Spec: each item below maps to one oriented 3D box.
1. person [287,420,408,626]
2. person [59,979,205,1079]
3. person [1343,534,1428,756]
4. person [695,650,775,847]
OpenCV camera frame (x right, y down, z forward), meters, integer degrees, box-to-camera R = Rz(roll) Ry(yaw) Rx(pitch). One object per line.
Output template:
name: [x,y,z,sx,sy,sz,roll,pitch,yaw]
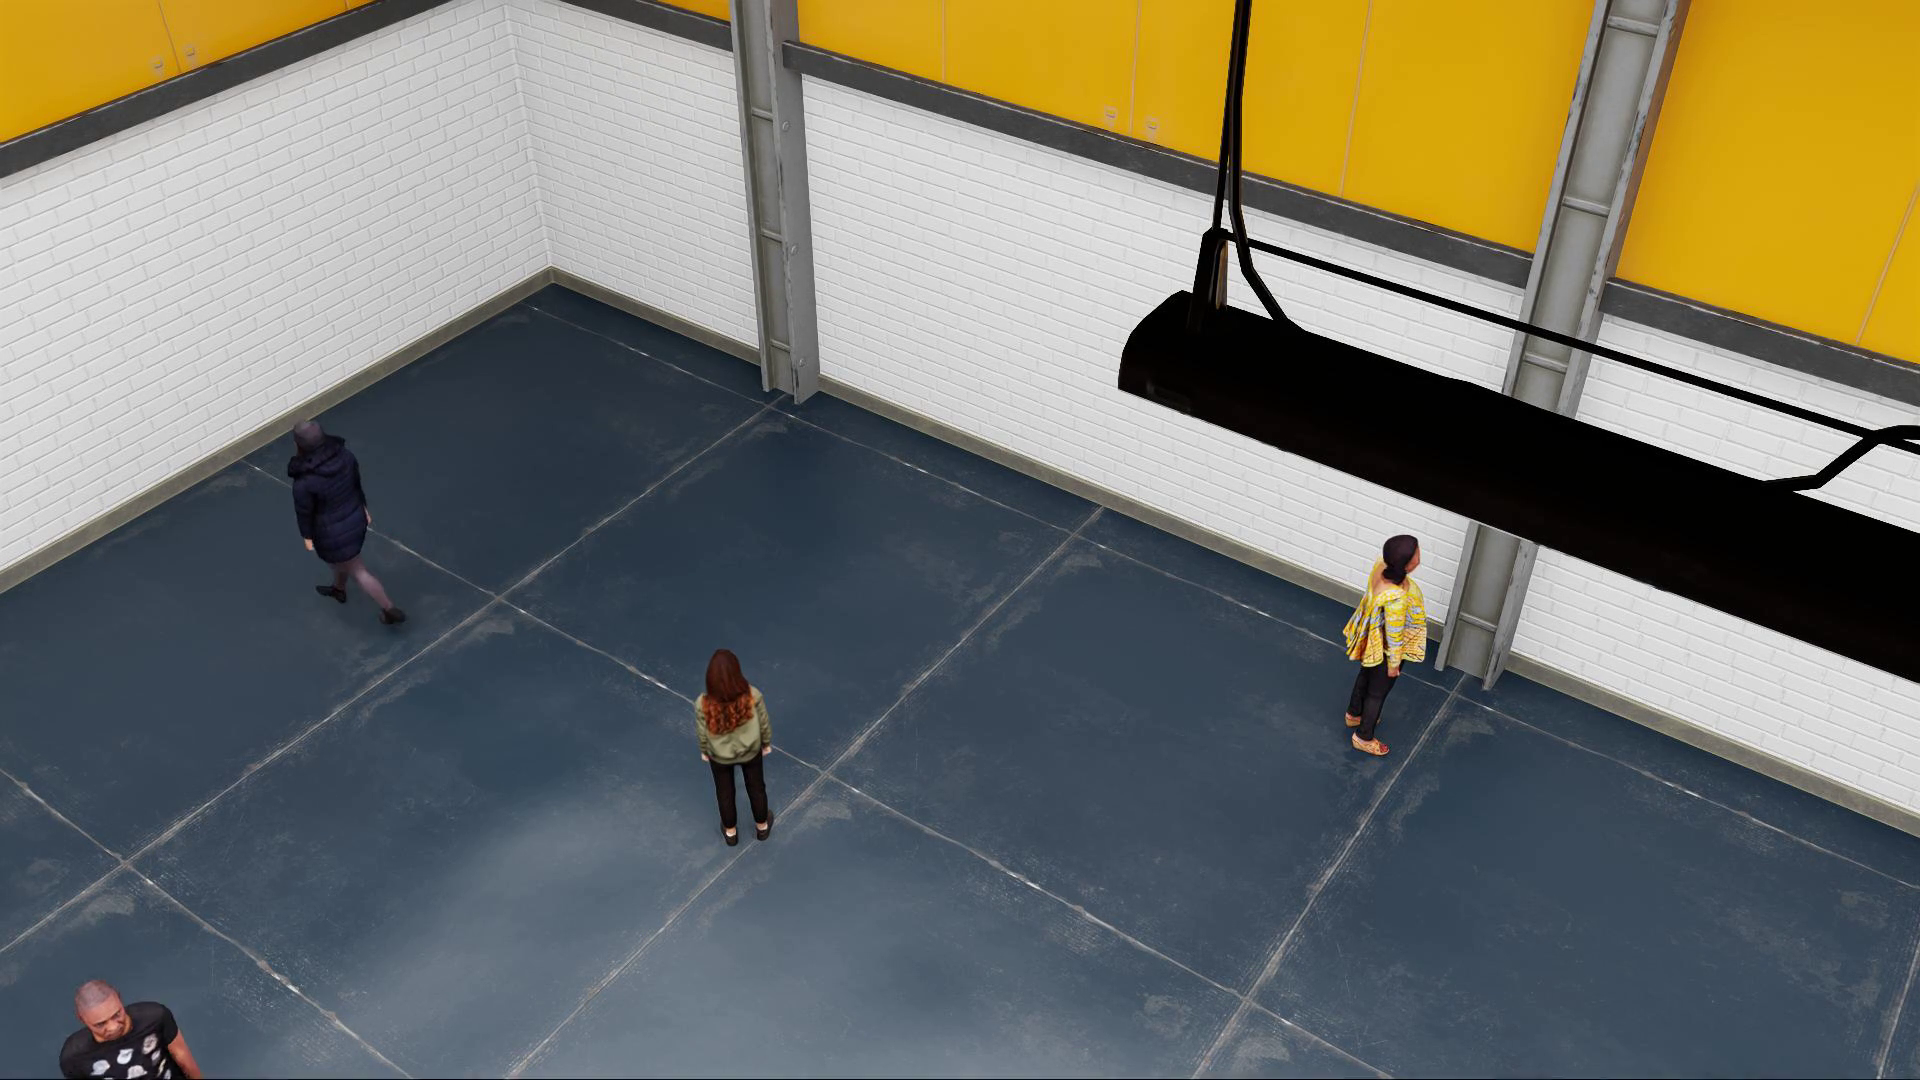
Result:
person: [-4.156,-0.075,11.253,1.128,1.641,0.789,17,42,20]
person: [-3.822,2.592,7.794,0.793,1.789,0.963,-26,45,-29]
person: [2.633,0.635,10.352,0.931,1.656,0.878,0,39,0]
person: [-1.318,1.225,9.757,0.648,1.476,0.707,-7,39,-8]
